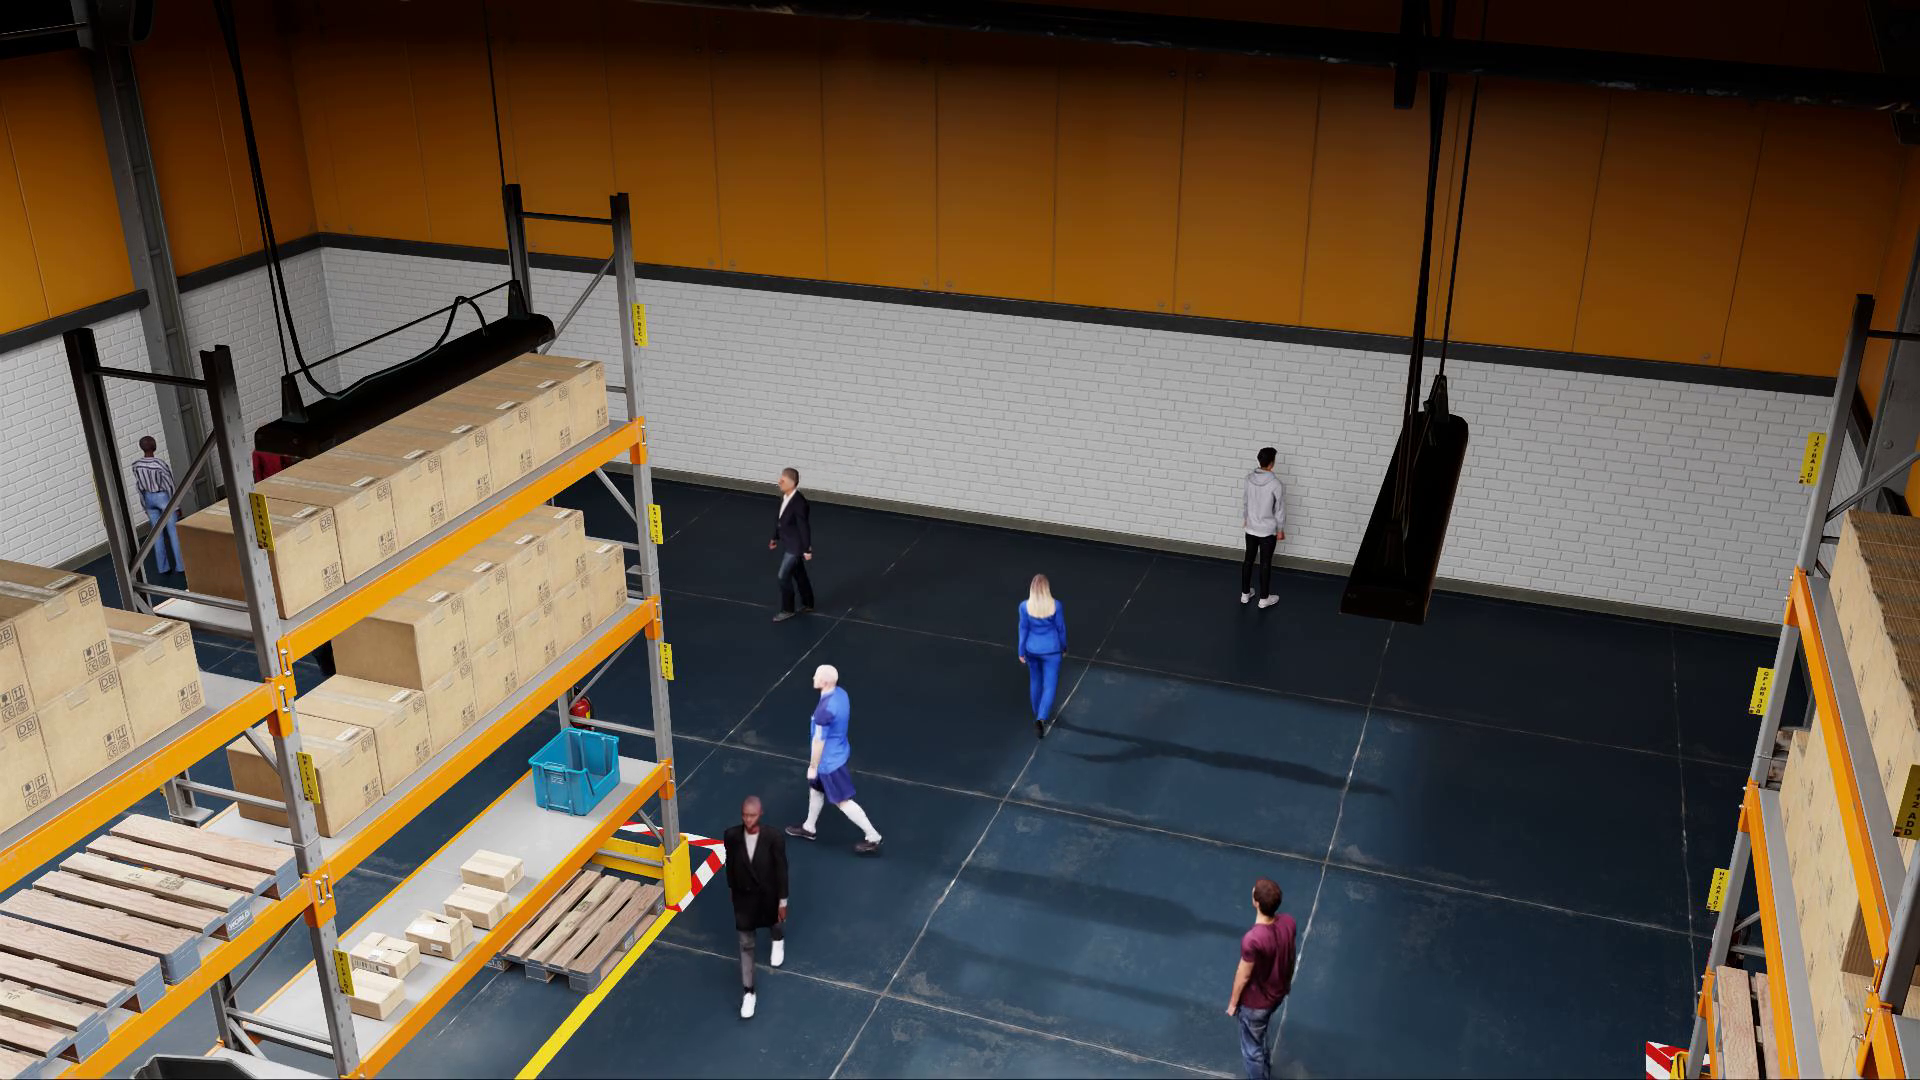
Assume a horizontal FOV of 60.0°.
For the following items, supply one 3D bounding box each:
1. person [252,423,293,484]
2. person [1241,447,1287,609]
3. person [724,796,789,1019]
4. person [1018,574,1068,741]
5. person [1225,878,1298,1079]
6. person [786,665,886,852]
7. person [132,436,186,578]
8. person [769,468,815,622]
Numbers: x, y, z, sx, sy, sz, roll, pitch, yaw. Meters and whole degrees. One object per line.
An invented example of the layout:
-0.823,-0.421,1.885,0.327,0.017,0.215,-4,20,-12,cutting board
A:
-8.481,-0.668,20.644,0.623,1.705,0.744,-17,29,-34,person
3.479,-0.161,19.205,0.758,1.930,0.716,18,29,35,person
-1.533,2.707,12.915,0.906,1.713,1.272,1,24,3,person
0.808,1.166,16.483,0.704,1.679,1.073,5,24,11,person
2.167,3.203,11.617,0.741,1.843,0.847,-18,29,-35,person
-1.043,1.949,14.540,0.885,1.800,1.160,4,24,9,person
-9.572,-0.398,19.914,0.669,1.796,0.607,2,24,6,person
-1.821,0.014,18.970,0.959,1.797,0.901,-9,25,-19,person
